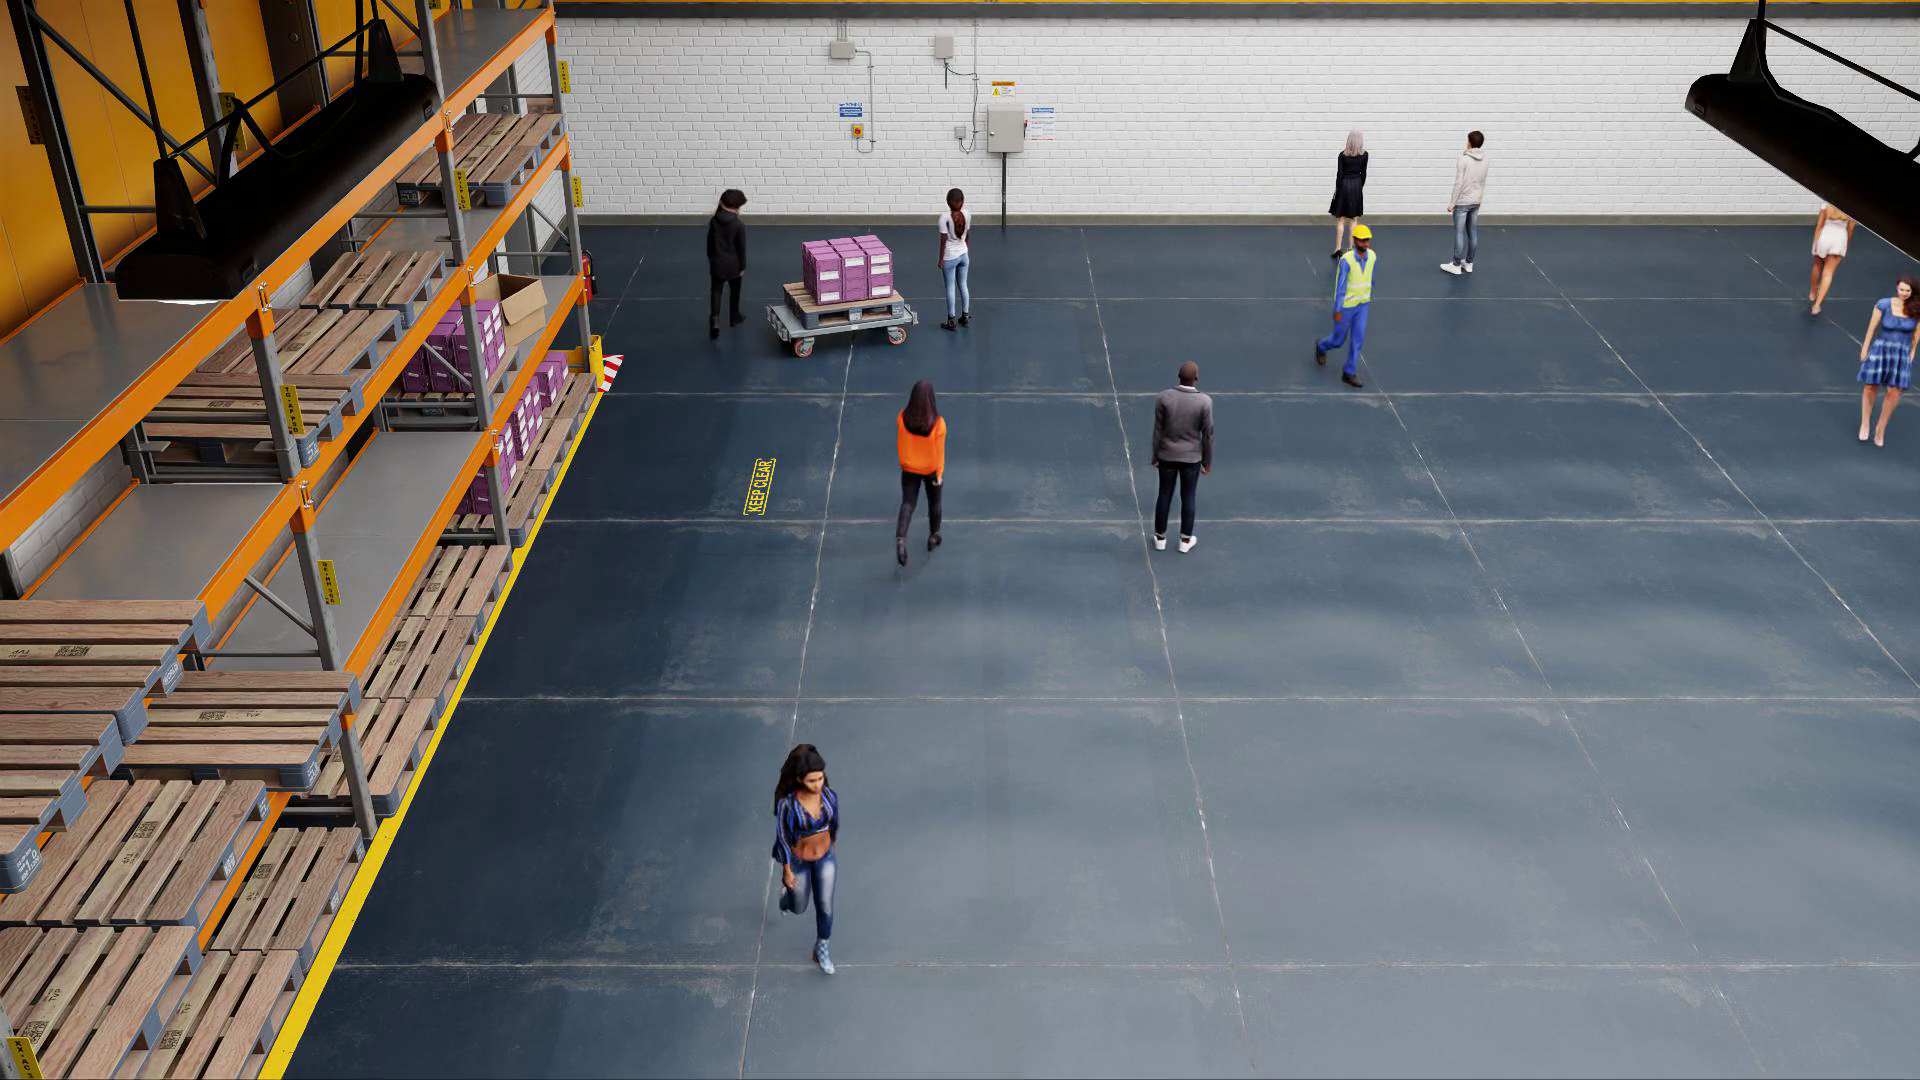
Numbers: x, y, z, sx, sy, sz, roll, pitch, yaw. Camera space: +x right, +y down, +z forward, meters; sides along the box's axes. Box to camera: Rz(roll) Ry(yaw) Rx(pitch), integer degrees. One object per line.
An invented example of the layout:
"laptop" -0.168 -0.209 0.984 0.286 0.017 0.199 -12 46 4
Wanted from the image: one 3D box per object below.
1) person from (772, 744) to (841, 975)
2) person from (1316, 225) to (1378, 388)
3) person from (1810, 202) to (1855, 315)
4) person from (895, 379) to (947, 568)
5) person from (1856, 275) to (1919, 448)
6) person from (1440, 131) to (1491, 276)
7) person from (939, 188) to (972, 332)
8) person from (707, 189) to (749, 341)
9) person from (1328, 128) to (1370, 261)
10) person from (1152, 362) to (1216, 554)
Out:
"person" -0.958 1.937 10.217 0.829 1.599 0.958 -15 32 -25
"person" 4.291 -2.618 18.365 0.907 1.793 1.118 -11 30 -19
"person" 10.566 -3.530 20.187 0.982 1.649 1.222 15 32 26
"person" -0.376 -0.573 14.683 0.841 1.728 1.133 9 30 16
"person" 9.458 -1.853 16.967 0.814 1.790 0.868 13 31 22
"person" 6.572 -4.371 21.518 0.756 1.852 0.742 -14 32 -24
"person" -0.054 -3.350 19.784 0.672 1.719 0.705 -19 34 -31
"person" -2.769 -3.216 19.522 0.831 1.734 1.183 2 29 4
"person" 5.147 -4.580 22.010 0.628 1.747 0.598 -4 29 -7
"person" 1.971 -0.738 14.896 0.768 1.814 0.679 7 29 13
